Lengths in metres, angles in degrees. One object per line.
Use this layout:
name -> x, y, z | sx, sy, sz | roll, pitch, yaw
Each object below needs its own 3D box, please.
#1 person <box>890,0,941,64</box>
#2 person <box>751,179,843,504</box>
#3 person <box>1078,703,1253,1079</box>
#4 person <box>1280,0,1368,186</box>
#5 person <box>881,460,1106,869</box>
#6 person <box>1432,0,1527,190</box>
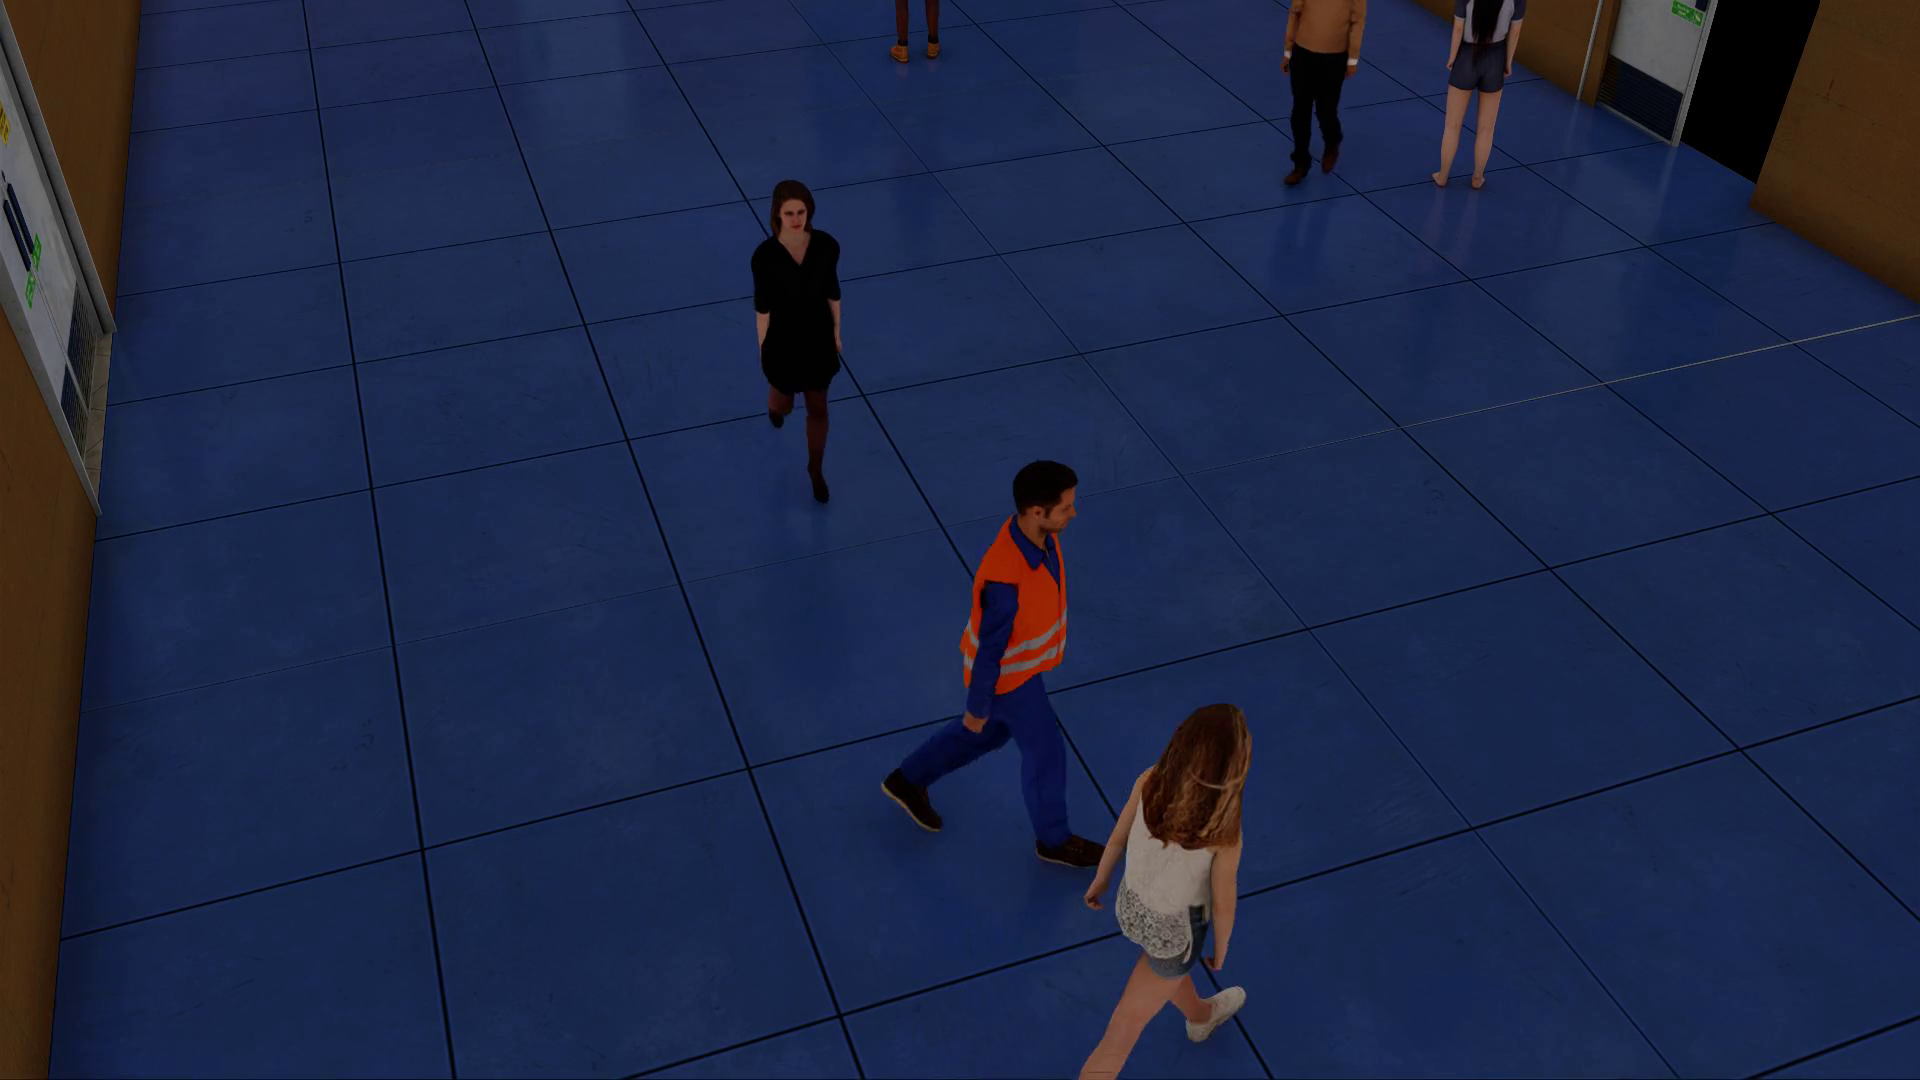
person -> -0.364, -4.611, 12.969 | 0.546, 1.728, 0.683 | -9, 38, -12
person -> -0.813, -1.003, 8.180 | 0.791, 1.689, 0.657 | -14, 39, -18
person -> 0.550, 1.283, 5.149 | 1.245, 1.688, 0.883 | -27, 45, -31
person -> 2.444, -3.274, 11.174 | 0.868, 1.744, 0.934 | 20, 41, 24
person -> 0.104, 0.473, 6.119 | 1.295, 1.818, 1.126 | 11, 38, 15
person -> 3.459, -3.135, 11.066 | 0.626, 1.651, 0.734 | 6, 37, 8
